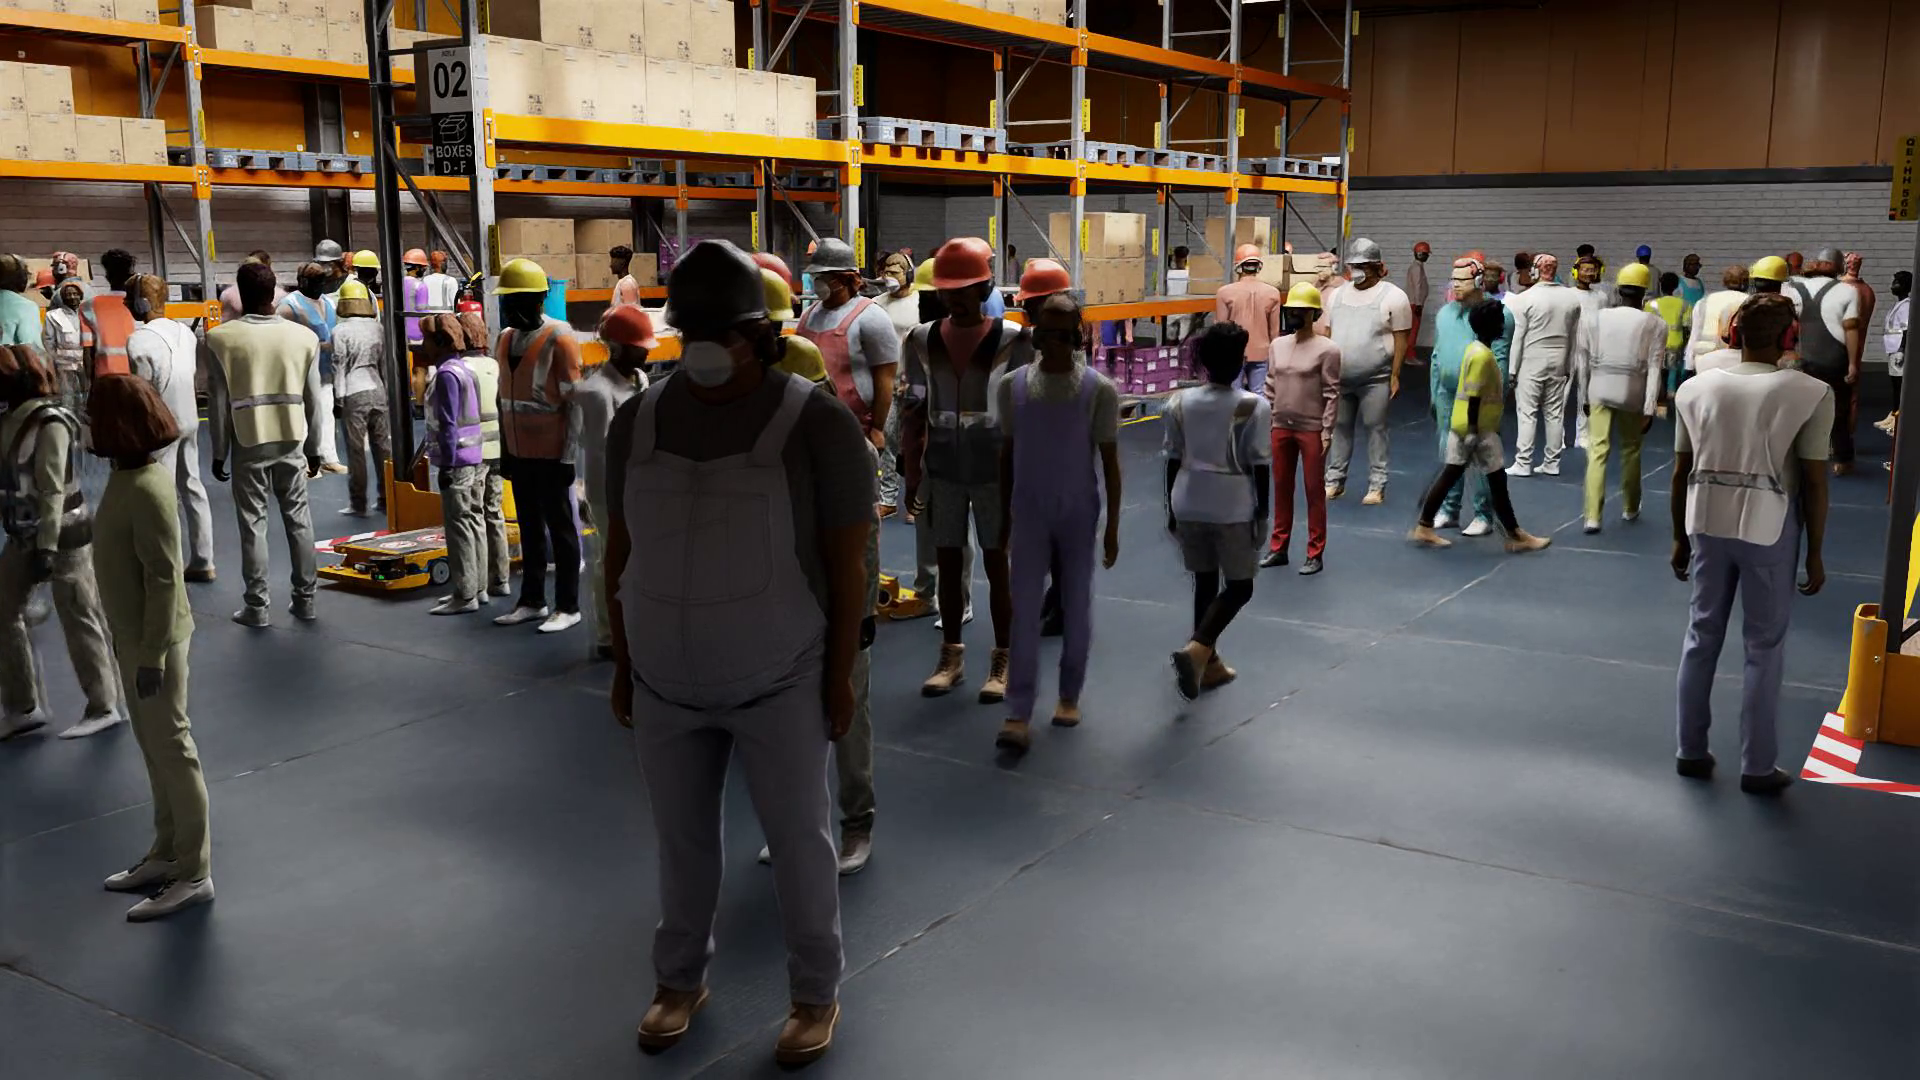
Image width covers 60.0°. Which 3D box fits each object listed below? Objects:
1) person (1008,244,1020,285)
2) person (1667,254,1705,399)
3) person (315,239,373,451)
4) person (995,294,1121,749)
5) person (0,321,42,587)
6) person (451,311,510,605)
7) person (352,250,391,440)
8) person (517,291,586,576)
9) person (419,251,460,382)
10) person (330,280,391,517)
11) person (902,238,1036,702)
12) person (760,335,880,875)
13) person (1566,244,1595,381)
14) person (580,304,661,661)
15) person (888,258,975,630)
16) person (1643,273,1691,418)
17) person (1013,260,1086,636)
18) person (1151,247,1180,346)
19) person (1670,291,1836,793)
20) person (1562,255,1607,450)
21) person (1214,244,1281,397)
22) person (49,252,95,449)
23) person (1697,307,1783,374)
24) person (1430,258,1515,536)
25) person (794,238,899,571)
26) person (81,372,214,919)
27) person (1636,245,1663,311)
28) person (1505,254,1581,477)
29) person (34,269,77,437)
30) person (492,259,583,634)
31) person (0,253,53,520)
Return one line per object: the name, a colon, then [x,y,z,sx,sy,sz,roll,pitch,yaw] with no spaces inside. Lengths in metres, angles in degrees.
person: [0.981,-4.740,32.180,0.361,1.937,0.635,1,10,3]
person: [9.294,-2.726,21.276,0.508,1.846,0.345,-3,11,-19]
person: [-5.961,-1.845,15.853,0.681,2.000,0.535,2,10,11]
person: [0.375,-0.063,6.635,0.527,1.798,0.947,2,10,13]
person: [-5.578,-0.518,9.609,0.514,1.640,0.315,-7,12,-32]
person: [-2.705,-0.457,9.300,0.318,1.631,0.524,2,10,12]
person: [-5.991,-1.958,16.828,0.386,1.920,0.587,-5,11,-26]
person: [-2.487,-0.697,10.050,0.348,1.853,0.661,8,13,38]
person: [-6.435,-2.639,20.695,0.575,1.883,0.355,3,11,17]
person: [-4.422,-1.041,12.270,0.330,1.731,0.490,6,12,32]
person: [0.026,-0.296,7.319,0.612,2.030,0.410,4,11,19]
person: [-0.496,0.208,5.343,0.490,1.728,0.324,3,11,16]
person: [8.994,-3.292,24.077,0.606,1.966,0.367,-9,14,-41]
person: [-1.525,-0.247,7.859,0.567,1.724,0.581,4,11,22]
person: [-0.118,-0.502,8.718,0.588,1.930,0.359,9,14,42]
person: [8.055,-2.230,19.070,0.544,1.647,0.861,1,10,3]
person: [0.456,-0.463,8.525,0.389,1.925,0.550,-1,10,-5]
person: [3.163,-3.528,25.524,0.589,1.917,0.392,-7,12,-33]
person: [2.887,0.012,6.136,0.399,1.836,0.561,-9,14,-41]
person: [5.985,-1.801,16.070,0.513,1.877,0.328,-1,10,-4]
person: [2.564,-1.651,14.945,0.614,1.987,0.408,-2,10,-9]
person: [-8.632,-1.836,16.174,0.409,1.909,0.640,-2,10,-11]
person: [4.702,-0.599,10.076,0.499,1.634,0.278,8,13,38]
person: [3.483,-0.982,11.482,0.399,1.900,0.645,-7,12,-33]
person: [-0.710,-0.659,9.283,0.689,2.000,0.537,8,13,38]
person: [-2.468,0.311,5.027,0.286,1.636,0.500,-8,13,-36]
person: [10.498,-3.553,25.586,0.605,1.944,0.402,-5,11,-25]
person: [4.960,-1.485,14.254,0.643,1.902,0.399,-3,11,-16]
person: [-8.803,-1.771,16.266,0.337,1.742,0.562,-7,13,-35]
person: [-2.195,-0.479,8.599,0.589,1.927,0.388,7,13,36]
person: [-6.787,-1.087,11.966,0.633,1.931,0.366,6,12,29]
